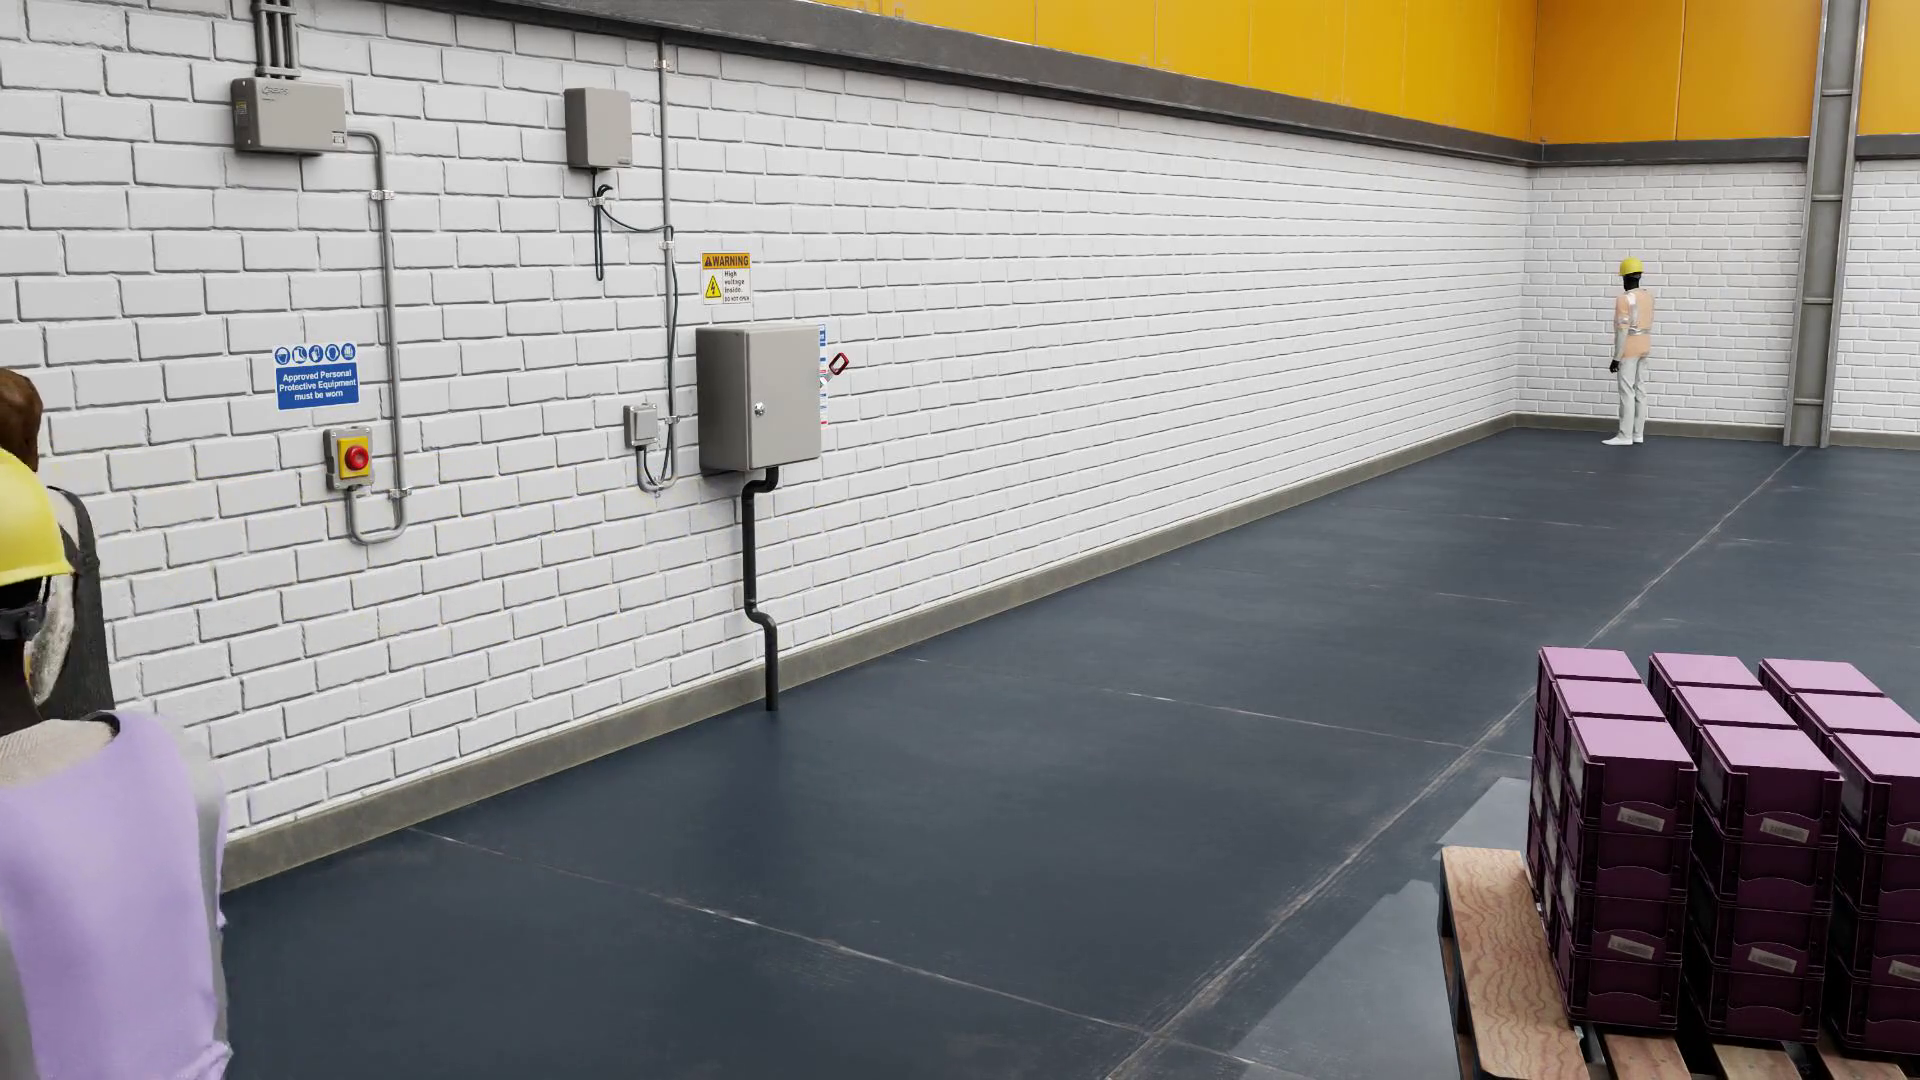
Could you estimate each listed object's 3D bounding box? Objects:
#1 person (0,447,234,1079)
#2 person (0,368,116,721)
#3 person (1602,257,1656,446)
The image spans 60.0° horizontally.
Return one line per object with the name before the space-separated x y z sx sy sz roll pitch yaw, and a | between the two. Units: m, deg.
person | -1.008 0.831 1.814 0.406 1.914 0.588 3 11 14
person | -2.050 0.532 3.671 0.346 1.844 0.507 -2 10 -9
person | 6.852 -1.920 17.034 0.587 1.922 0.383 -8 13 -37
